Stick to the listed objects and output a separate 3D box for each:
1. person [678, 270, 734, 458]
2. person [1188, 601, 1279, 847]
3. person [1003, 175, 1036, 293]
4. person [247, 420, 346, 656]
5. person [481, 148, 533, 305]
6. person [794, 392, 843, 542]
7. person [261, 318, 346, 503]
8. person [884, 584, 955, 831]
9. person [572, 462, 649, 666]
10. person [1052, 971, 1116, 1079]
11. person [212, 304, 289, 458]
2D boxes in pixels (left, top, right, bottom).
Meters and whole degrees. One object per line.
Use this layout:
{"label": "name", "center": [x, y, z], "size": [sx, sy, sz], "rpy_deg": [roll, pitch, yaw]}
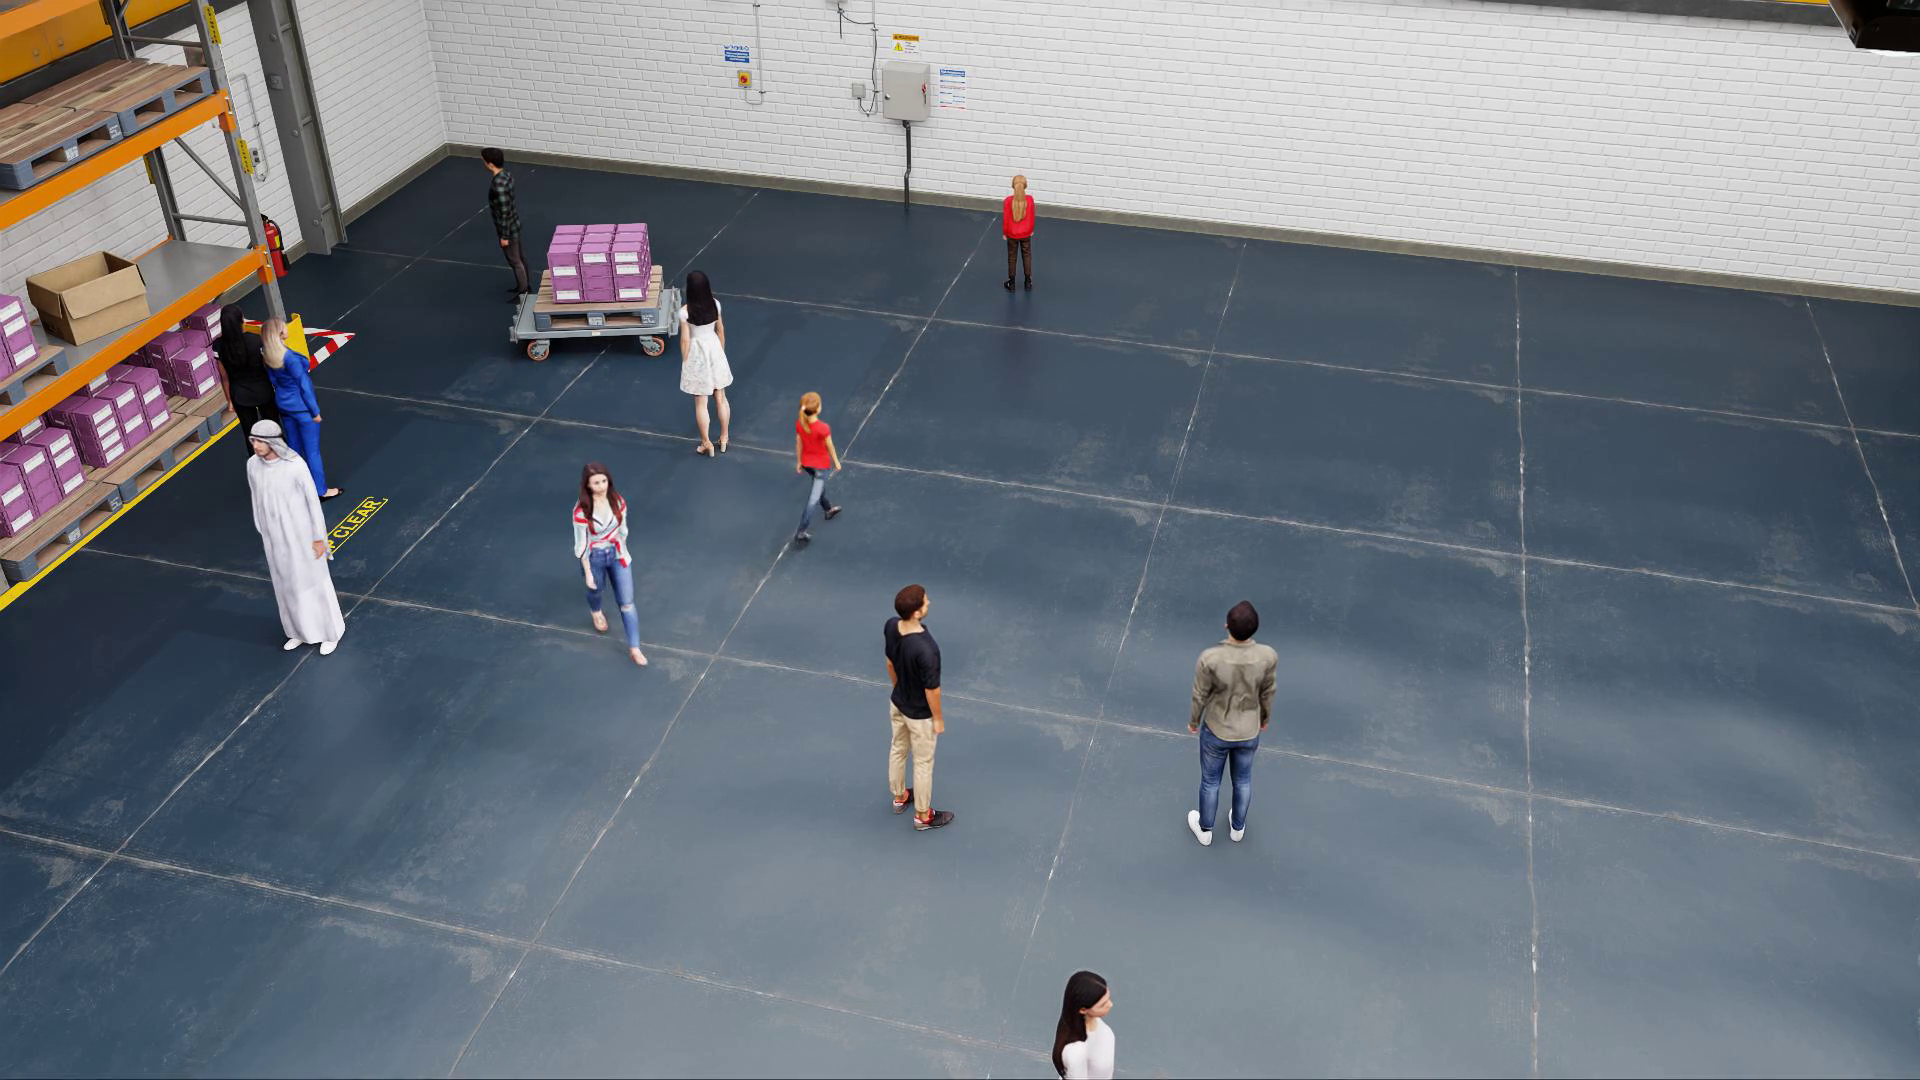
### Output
{"label": "person", "center": [-2.253, -1.563, 14.707], "size": [0.770, 1.775, 0.835], "rpy_deg": [-19, 38, -26]}
{"label": "person", "center": [1.711, 1.178, 10.502], "size": [0.780, 1.865, 0.736], "rpy_deg": [-4, 34, -6]}
{"label": "person", "center": [0.625, -3.280, 17.737], "size": [0.569, 1.281, 0.593], "rpy_deg": [-6, 34, -9]}
{"label": "person", "center": [-4.928, -0.038, 12.277], "size": [0.688, 1.927, 0.632], "rpy_deg": [7, 34, 10]}
{"label": "person", "center": [-4.724, -3.308, 17.451], "size": [0.775, 1.710, 0.623], "rpy_deg": [-3, 34, -4]}
{"label": "person", "center": [-1.219, -0.582, 13.668], "size": [0.669, 1.293, 0.952], "rpy_deg": [21, 39, 28]}
{"label": "person", "center": [-5.627, -1.106, 14.087], "size": [0.681, 1.701, 0.650], "rpy_deg": [20, 38, 27]}
{"label": "person", "center": [-0.297, 1.063, 10.681], "size": [0.733, 1.859, 0.714], "rpy_deg": [-24, 40, -31]}
{"label": "person", "center": [-2.684, 0.118, 12.362], "size": [1.045, 1.572, 1.129], "rpy_deg": [-16, 37, -23]}
{"label": "person", "center": [0.583, 2.766, 8.166], "size": [0.686, 1.808, 0.488], "rpy_deg": [6, 34, 8]}
{"label": "person", "center": [-6.054, -1.229, 14.247], "size": [0.696, 1.729, 0.707], "rpy_deg": [-9, 35, -13]}
